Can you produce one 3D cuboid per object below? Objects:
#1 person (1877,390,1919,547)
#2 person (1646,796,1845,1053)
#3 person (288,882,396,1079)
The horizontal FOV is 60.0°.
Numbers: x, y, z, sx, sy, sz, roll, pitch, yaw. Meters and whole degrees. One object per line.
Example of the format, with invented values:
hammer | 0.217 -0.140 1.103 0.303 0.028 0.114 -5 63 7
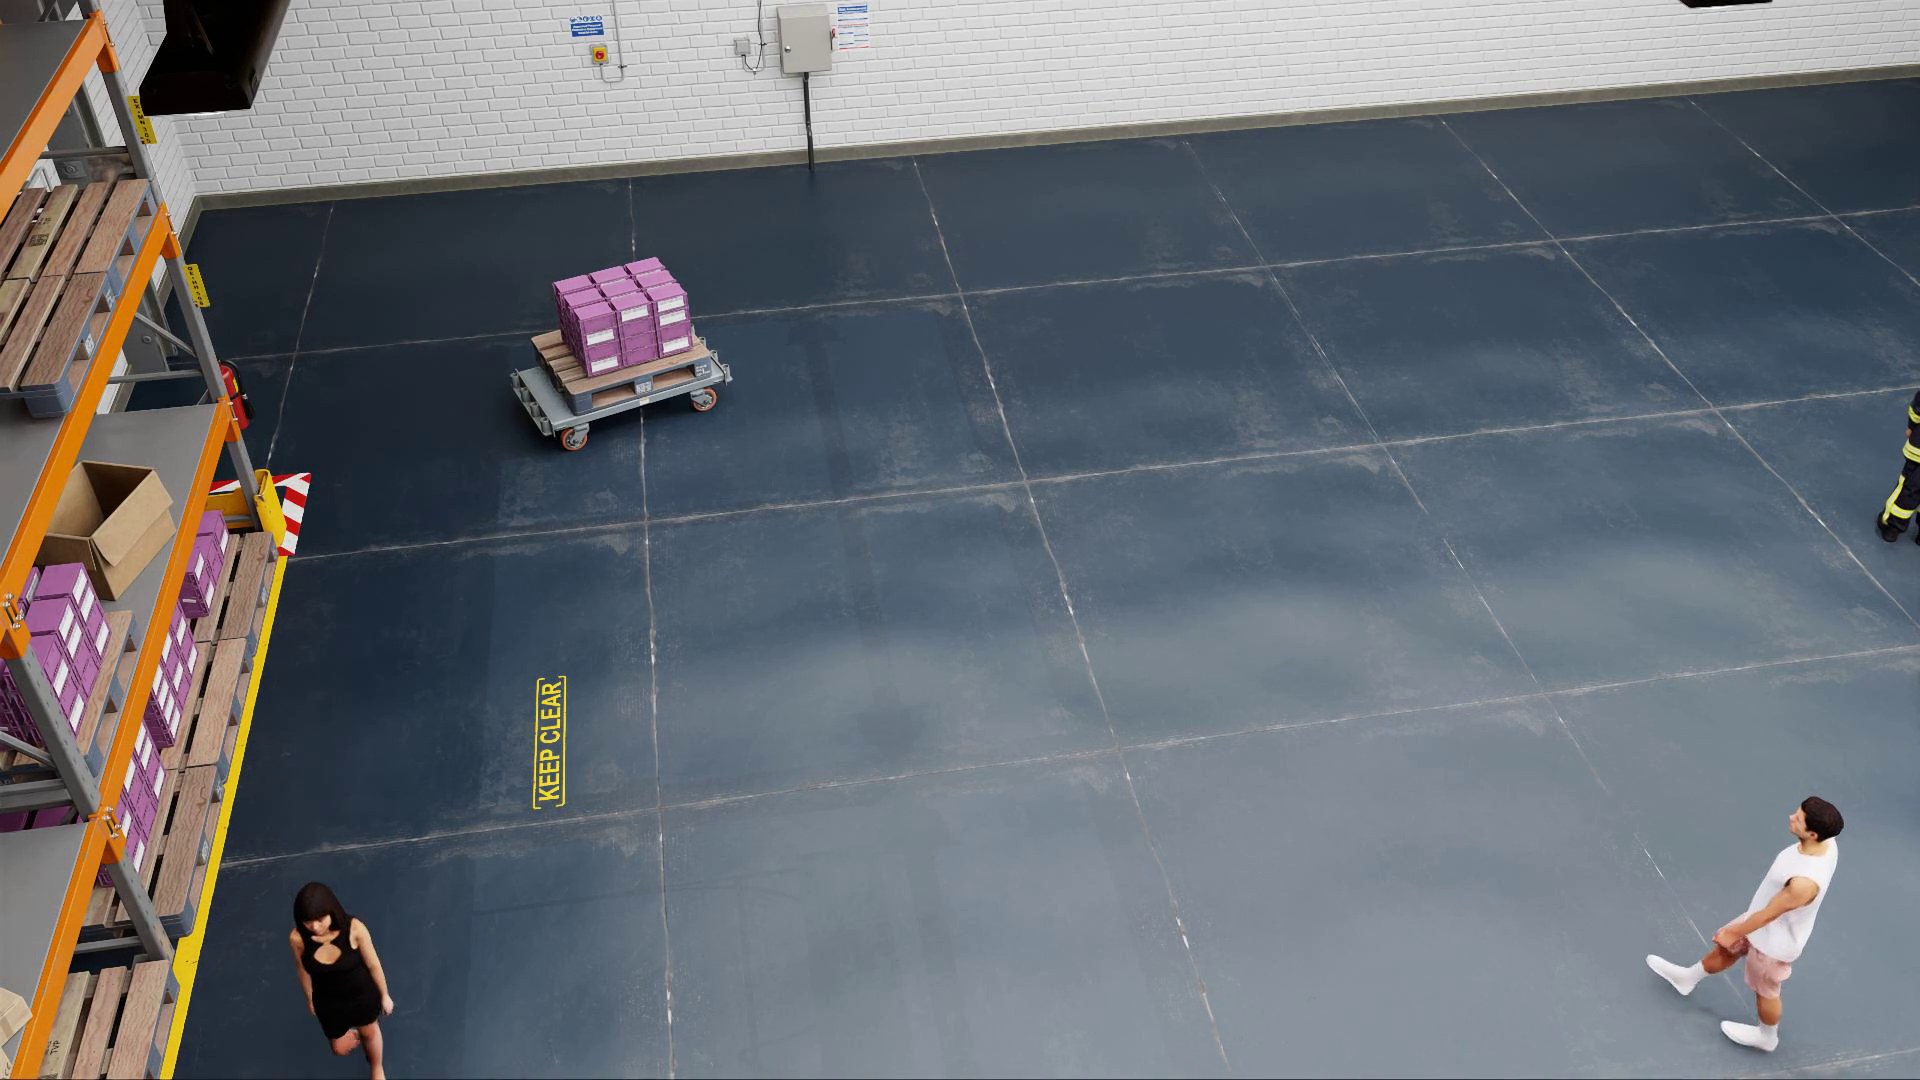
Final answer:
person | 7.223 -0.790 12.137 0.889 1.924 0.883 13 41 16
person | 4.331 2.072 8.688 1.063 1.755 1.031 21 43 24
person | -3.139 2.265 8.538 0.593 1.640 0.644 -8 39 -10
